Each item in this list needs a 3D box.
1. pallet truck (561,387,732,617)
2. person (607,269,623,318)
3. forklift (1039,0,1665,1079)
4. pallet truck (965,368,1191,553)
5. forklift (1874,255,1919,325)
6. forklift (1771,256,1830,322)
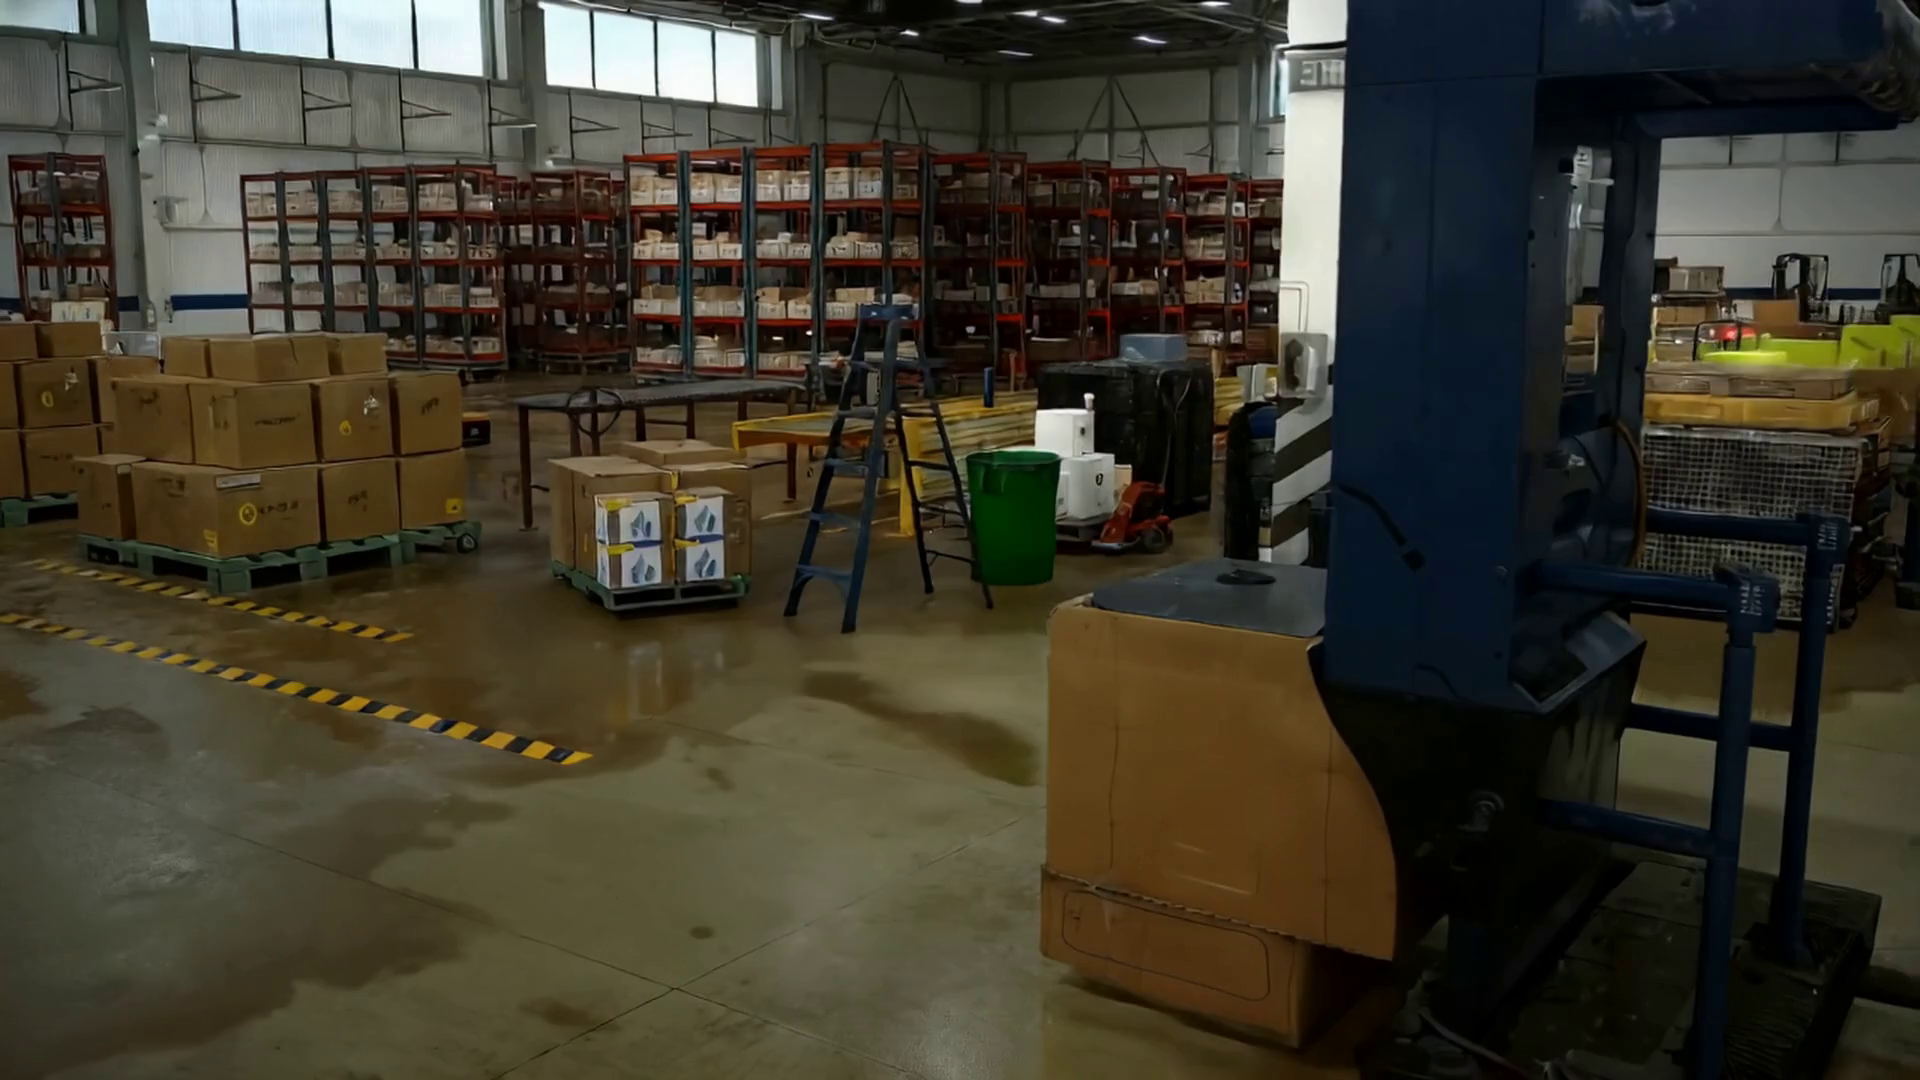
[{"bbox_3d":[-1.981,-0.274,10.088,0.680,1.201,1.601,-5,11,-28],"label":"pallet truck"},{"bbox_3d":[-8.392,-5.731,40.811,0.603,1.823,0.425,-4,10,-21],"label":"person"},{"bbox_3d":[1.249,-0.137,4.360,1.873,2.768,1.129,7,12,35],"label":"forklift"},{"bbox_3d":[0.845,-0.609,11.869,1.630,1.274,0.653,7,12,35],"label":"pallet truck"},{"bbox_3d":[22.089,-5.634,38.796,1.157,1.987,2.680,6,11,33],"label":"forklift"},{"bbox_3d":[20.253,-5.854,40.139,1.157,1.987,2.680,7,12,35],"label":"forklift"}]
